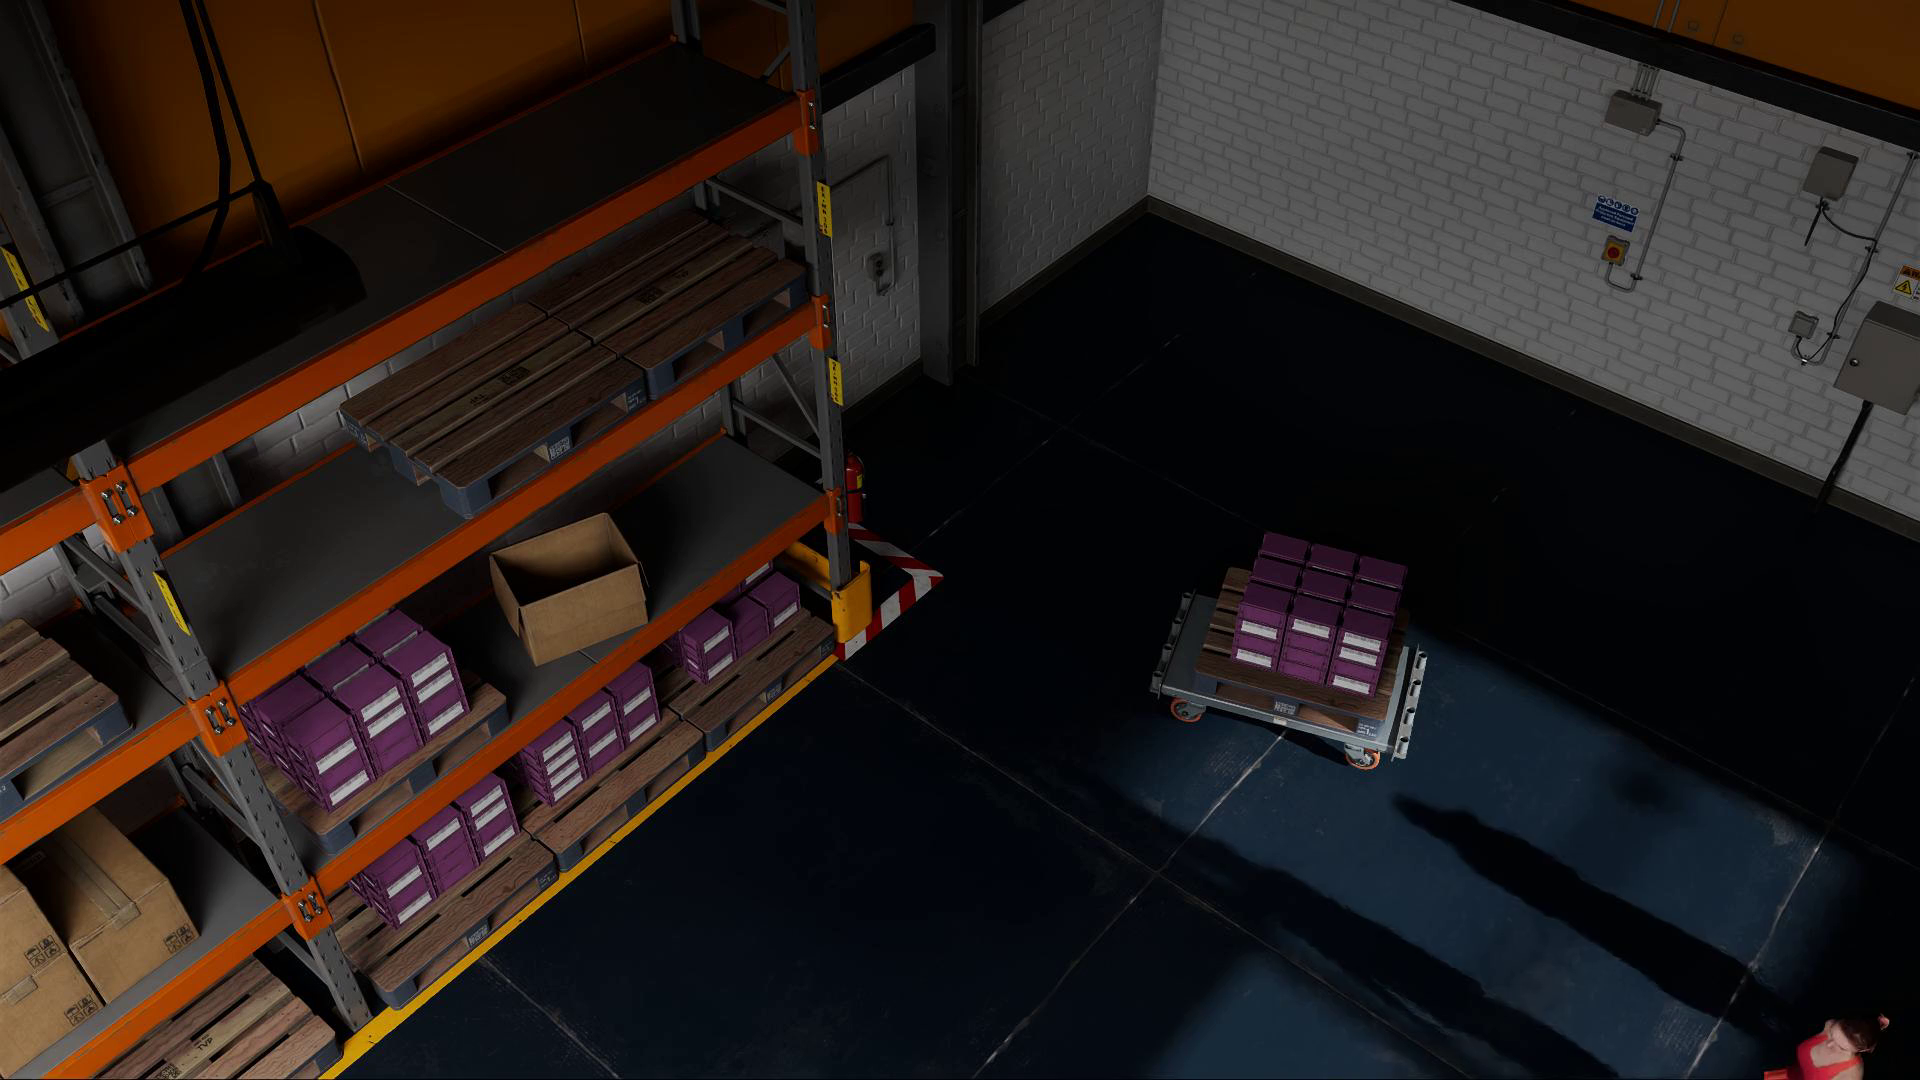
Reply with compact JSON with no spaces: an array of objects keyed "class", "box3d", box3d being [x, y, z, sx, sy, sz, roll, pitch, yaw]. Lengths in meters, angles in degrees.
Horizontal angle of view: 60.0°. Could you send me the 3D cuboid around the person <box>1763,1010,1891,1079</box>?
[{"class":"person","box3d":[4.156,2.749,8.051,0.803,1.729,0.743,6,44,7]}]
